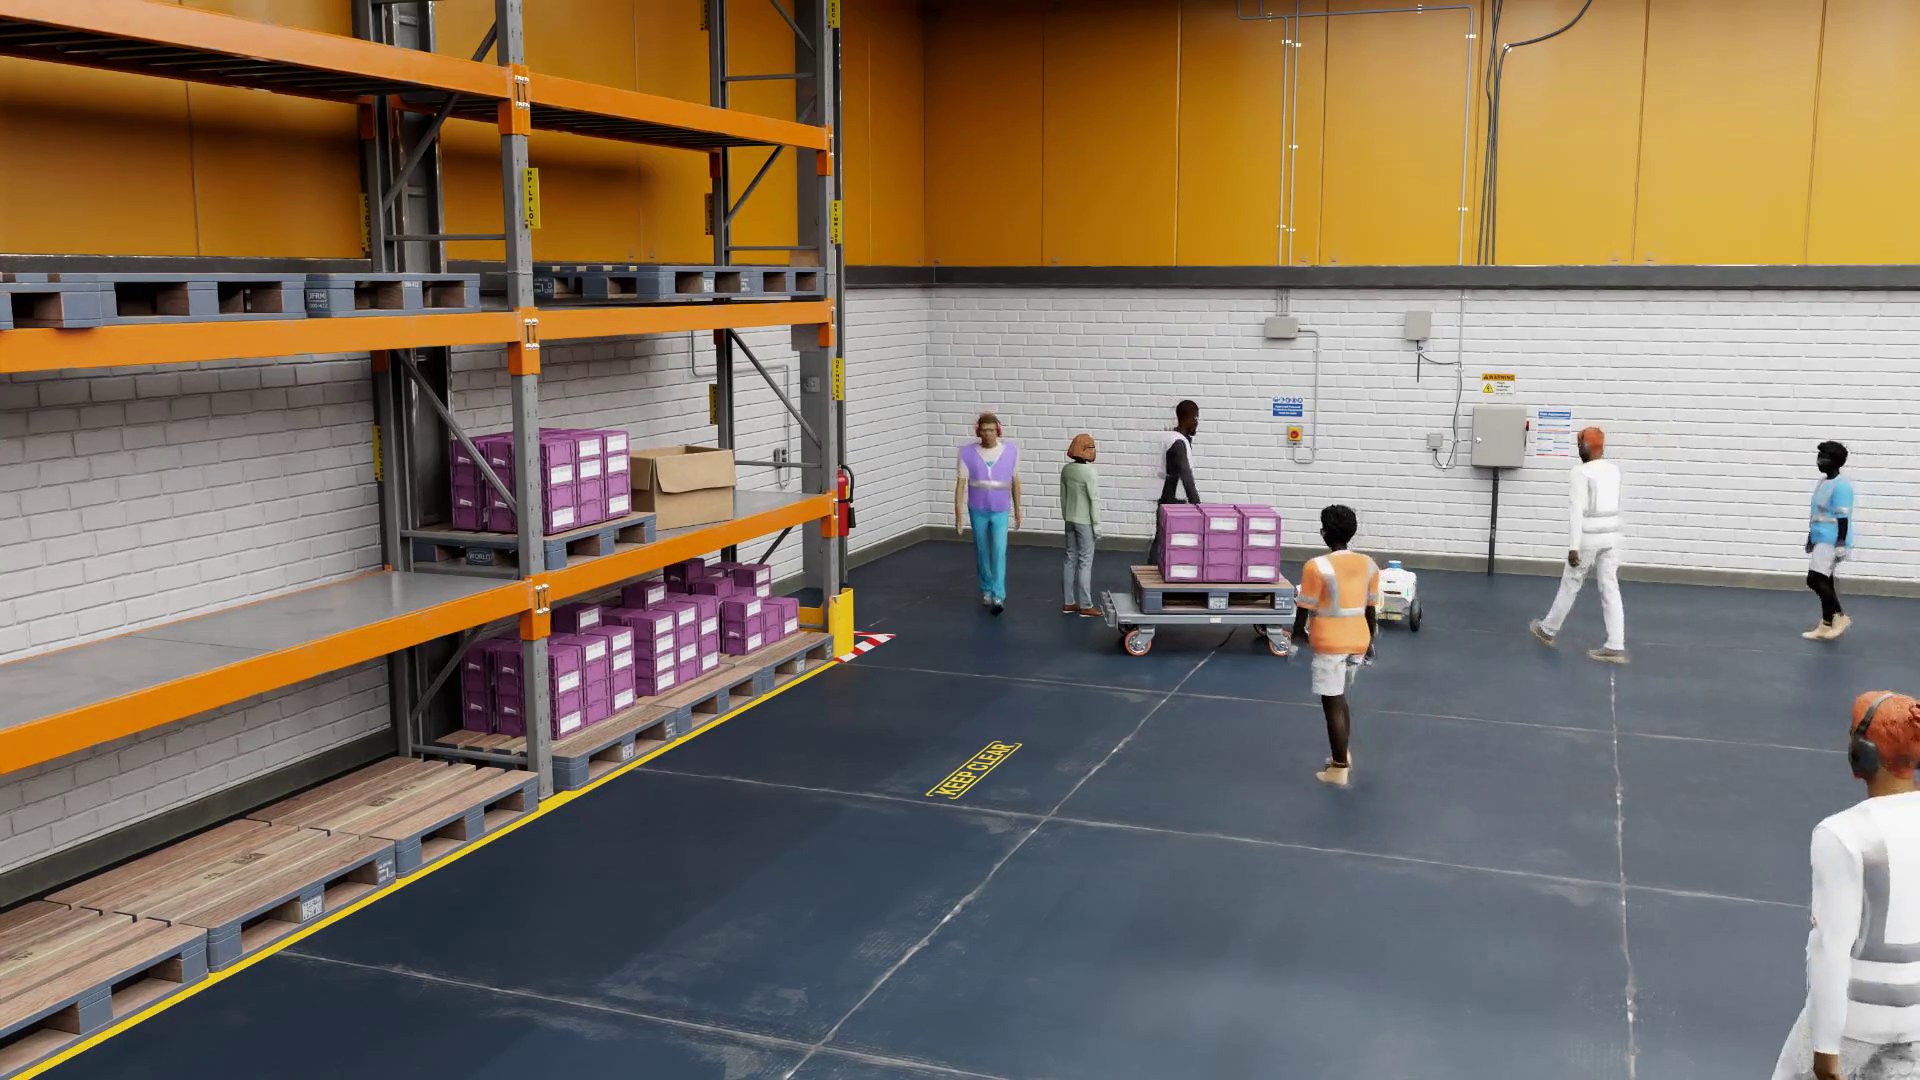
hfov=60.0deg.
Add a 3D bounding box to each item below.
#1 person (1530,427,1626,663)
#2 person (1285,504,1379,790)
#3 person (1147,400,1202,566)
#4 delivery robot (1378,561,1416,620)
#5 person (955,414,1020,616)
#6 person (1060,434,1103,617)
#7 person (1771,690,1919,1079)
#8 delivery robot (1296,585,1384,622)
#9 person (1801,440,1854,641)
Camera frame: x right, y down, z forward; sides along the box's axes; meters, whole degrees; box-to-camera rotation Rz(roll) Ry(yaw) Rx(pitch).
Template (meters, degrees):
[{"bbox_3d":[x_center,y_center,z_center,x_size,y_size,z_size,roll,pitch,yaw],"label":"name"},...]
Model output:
[{"bbox_3d":[4.991,0.019,13.274,0.632,1.820,0.984,-4,10,-23],"label":"person"},{"bbox_3d":[2.211,0.626,9.924,0.550,1.680,0.540,-6,11,-32],"label":"person"},{"bbox_3d":[2.098,-0.325,15.317,0.842,1.852,0.629,2,9,14],"label":"person"},{"bbox_3d":[3.757,0.423,14.418,0.477,0.478,0.707,3,9,19],"label":"delivery robot"},{"bbox_3d":[0.249,-0.236,14.969,0.591,1.787,0.979,0,9,0],"label":"person"},{"bbox_3d":[1.087,-0.127,14.836,0.280,1.618,0.497,-6,11,-34],"label":"person"},{"bbox_3d":[2.618,1.346,4.813,0.580,1.866,0.406,-2,9,-15],"label":"person"},{"bbox_3d":[3.173,0.506,13.896,0.707,0.478,0.477,1,9,6],"label":"delivery robot"},{"bbox_3d":[7.146,0.017,13.719,0.366,1.681,0.544,2,9,12],"label":"person"}]
